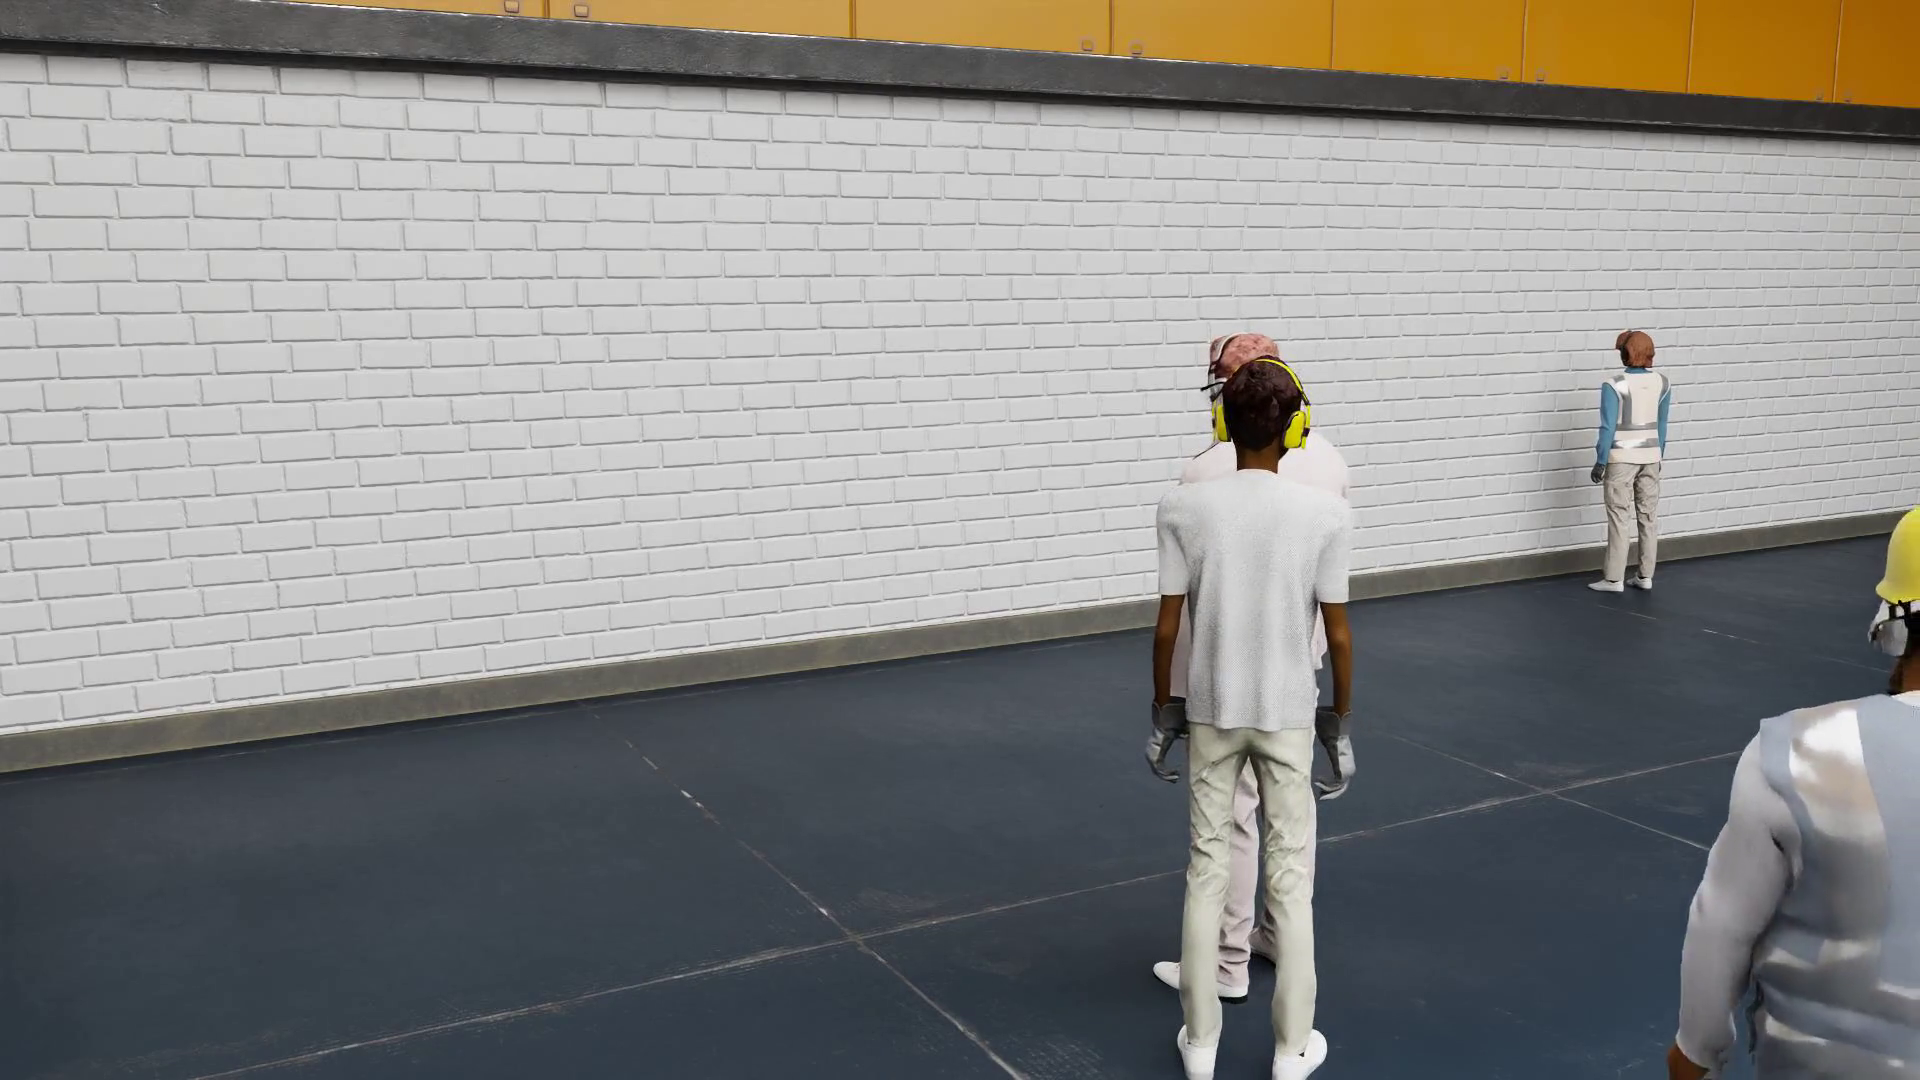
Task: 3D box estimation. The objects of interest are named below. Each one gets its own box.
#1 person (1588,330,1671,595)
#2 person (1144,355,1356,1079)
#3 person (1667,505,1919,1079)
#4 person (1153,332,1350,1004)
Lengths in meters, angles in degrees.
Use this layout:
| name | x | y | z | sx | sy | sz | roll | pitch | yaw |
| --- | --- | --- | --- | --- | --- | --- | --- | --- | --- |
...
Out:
| name | x | y | z | sx | sy | sz | roll | pitch | yaw |
| --- | --- | --- | --- | --- | --- | --- | --- | --- | --- |
| person | 4.167 | -0.478 | 10.343 | 0.512 | 1.642 | 0.311 | -3 | 10 | -19 |
| person | 0.738 | 0.469 | 4.240 | 0.535 | 1.868 | 0.309 | 2 | 10 | 14 |
| person | 1.426 | 0.799 | 2.571 | 0.592 | 1.781 | 0.924 | 2 | 10 | 9 |
| person | 0.802 | 0.364 | 4.759 | 0.639 | 1.901 | 0.406 | -8 | 13 | -39 |
